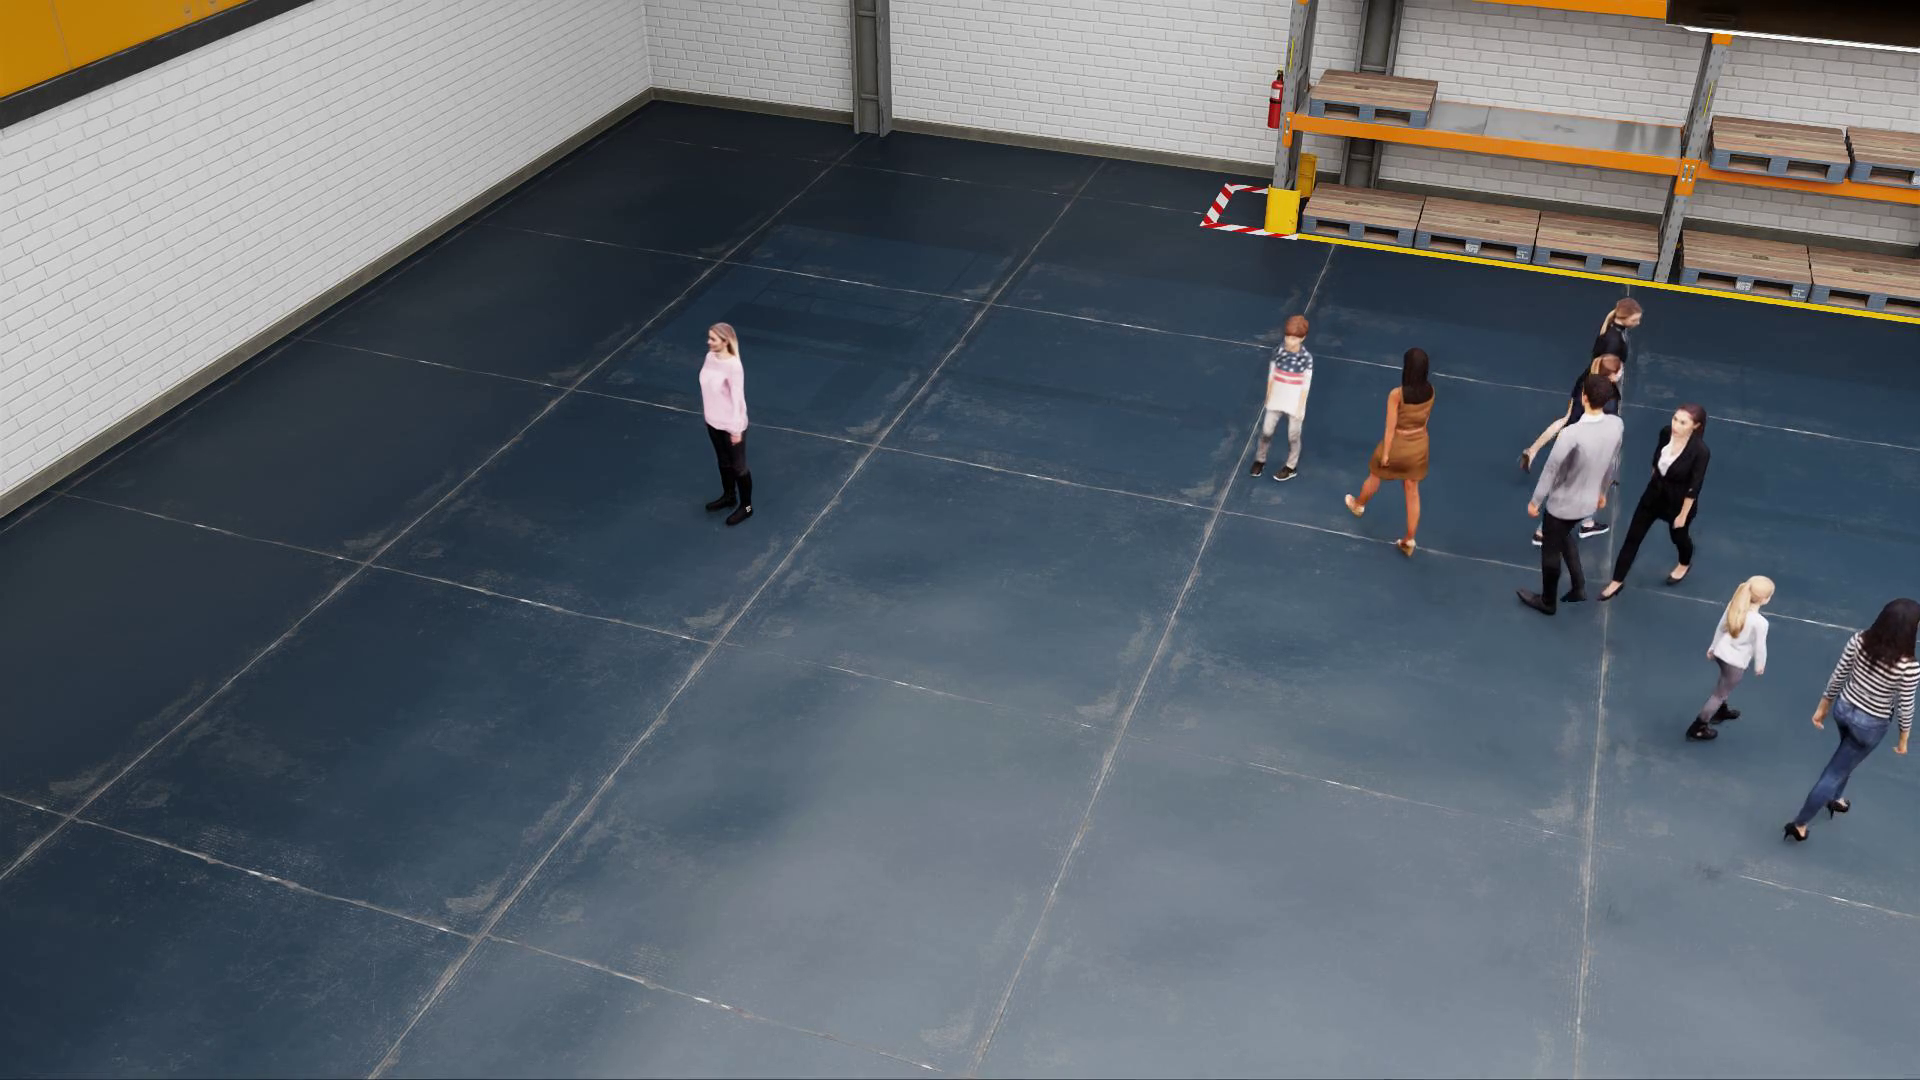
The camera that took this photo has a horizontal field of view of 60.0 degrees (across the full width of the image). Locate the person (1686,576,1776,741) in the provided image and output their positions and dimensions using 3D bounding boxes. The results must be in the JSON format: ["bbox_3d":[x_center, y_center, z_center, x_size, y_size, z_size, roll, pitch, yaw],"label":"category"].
[{"bbox_3d":[4.942,0.785,10.763,0.771,1.264,0.670,-7,34,-11],"label":"person"}]

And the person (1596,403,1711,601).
[{"bbox_3d":[5.206,-0.273,12.041,1.091,1.611,1.085,-17,37,-24],"label":"person"}]

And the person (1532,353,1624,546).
[{"bbox_3d":[4.614,-0.640,12.551,0.988,1.657,0.857,-3,34,-5],"label":"person"}]

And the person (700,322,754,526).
[{"bbox_3d":[-1.806,-0.931,12.961,0.743,1.688,0.636,-25,41,-33],"label":"person"}]

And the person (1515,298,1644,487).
[{"bbox_3d":[4.993,-1.161,13.288,1.167,1.710,0.808,1,34,1],"label":"person"}]

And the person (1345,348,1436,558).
[{"bbox_3d":[3.386,-0.620,12.527,1.013,1.652,1.014,-12,35,-17],"label":"person"}]

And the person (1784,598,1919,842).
[{"bbox_3d":[5.218,1.128,9.792,0.963,1.767,0.908,-15,36,-21],"label":"person"}]

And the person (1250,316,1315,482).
[{"bbox_3d":[2.704,-1.167,13.545,0.515,1.435,0.623,20,39,27],"label":"person"}]

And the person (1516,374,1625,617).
[{"bbox_3d":[4.387,-0.247,11.732,0.907,1.909,0.948,-20,39,-27],"label":"person"}]
